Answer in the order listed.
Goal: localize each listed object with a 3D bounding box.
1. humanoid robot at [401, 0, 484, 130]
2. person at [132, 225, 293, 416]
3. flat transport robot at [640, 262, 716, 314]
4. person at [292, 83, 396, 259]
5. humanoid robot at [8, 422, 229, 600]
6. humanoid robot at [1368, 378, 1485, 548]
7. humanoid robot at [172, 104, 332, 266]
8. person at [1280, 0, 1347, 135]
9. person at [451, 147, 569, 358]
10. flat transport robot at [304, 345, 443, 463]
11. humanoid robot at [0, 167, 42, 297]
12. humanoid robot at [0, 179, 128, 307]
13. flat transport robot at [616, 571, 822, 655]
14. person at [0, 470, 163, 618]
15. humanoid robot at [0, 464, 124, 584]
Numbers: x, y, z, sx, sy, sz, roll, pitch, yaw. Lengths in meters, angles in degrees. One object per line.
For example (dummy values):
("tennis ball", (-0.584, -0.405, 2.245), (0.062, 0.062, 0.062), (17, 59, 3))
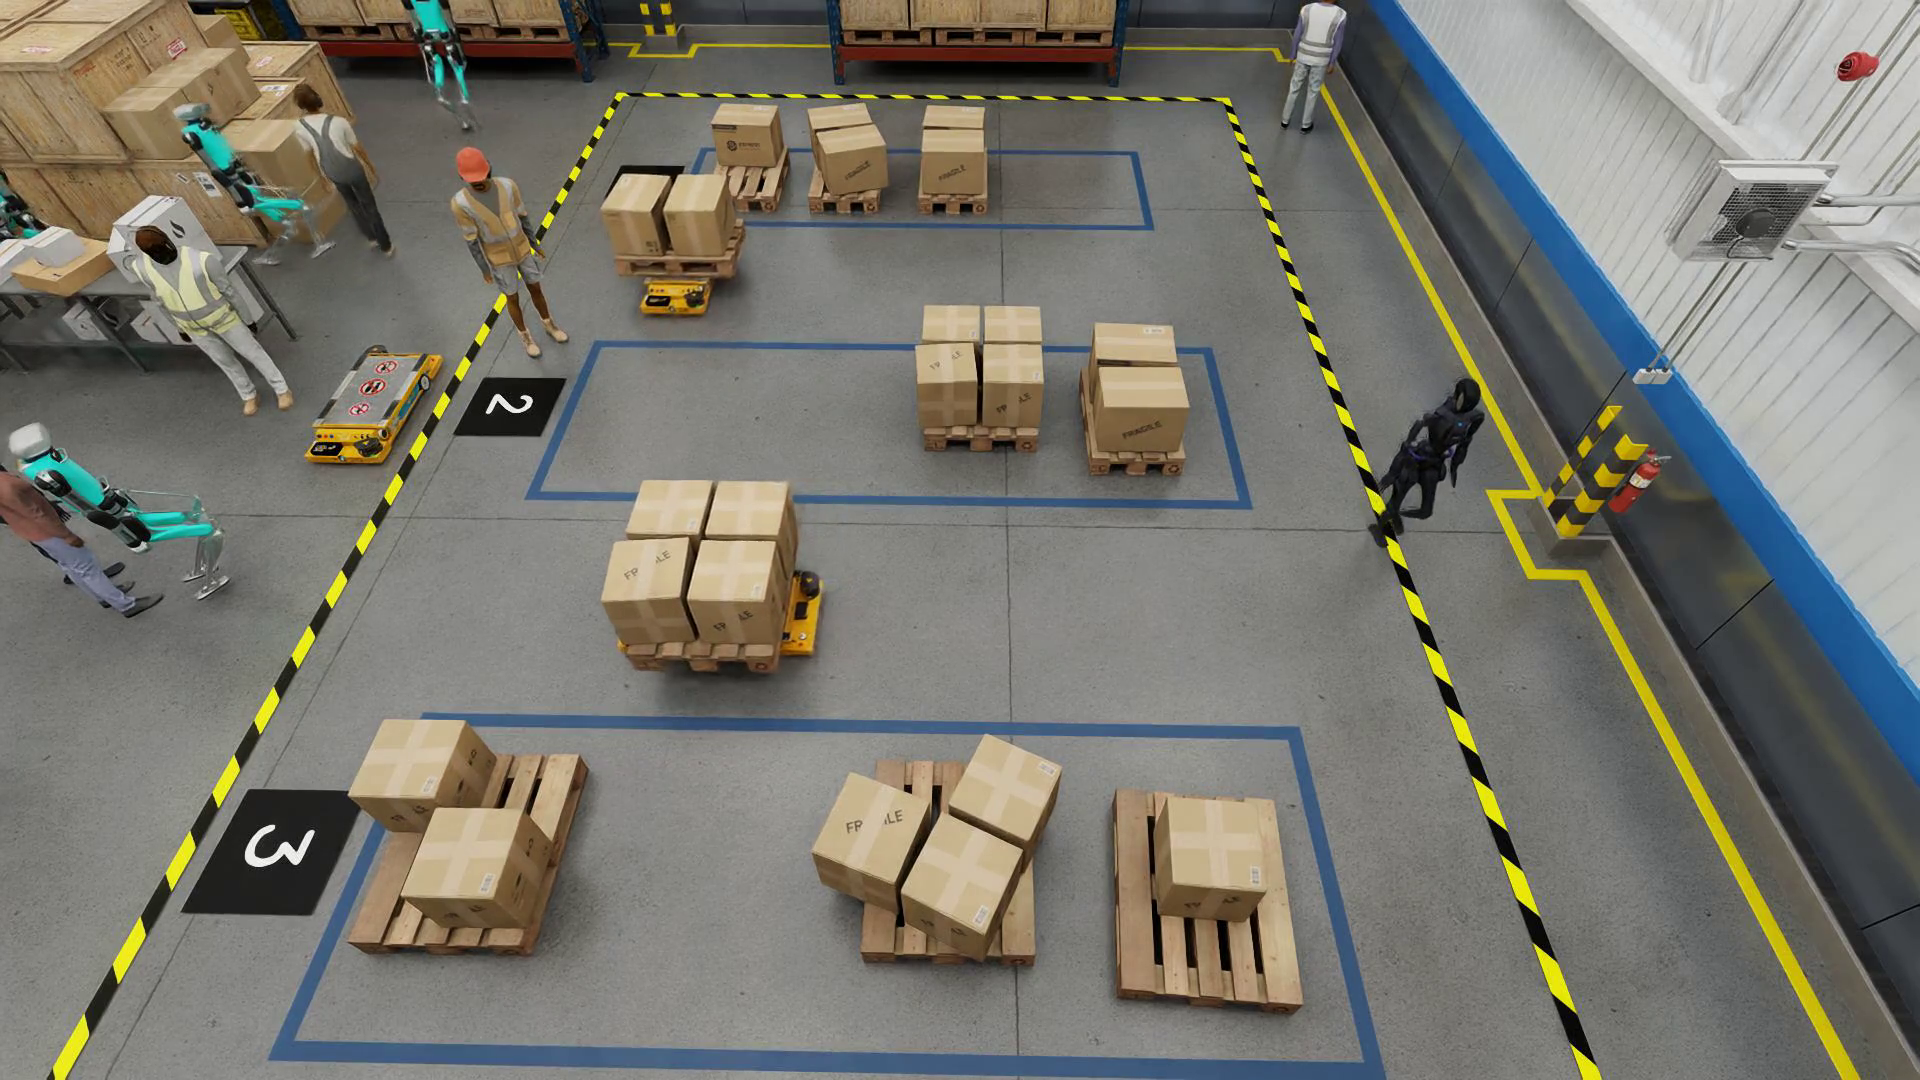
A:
("humanoid robot", (-6.460, -5.912, 11.479), (0.545, 1.893, 0.733), (-7, 50, -6))
("person", (-6.462, -1.883, 7.940), (0.630, 1.834, 0.429), (-12, 51, -10))
("flat transport robot", (-2.943, -2.937, 9.834), (0.652, 0.197, 1.431), (1, 50, 1))
("person", (-6.416, -3.870, 9.615), (0.538, 1.830, 0.570), (-13, 51, -11))
("humanoid robot", (-5.779, -0.243, 6.526), (0.735, 1.672, 0.533), (-35, 58, -26))
("humanoid robot", (3.496, -0.545, 6.904), (0.611, 1.643, 0.335), (-7, 50, -6))
("humanoid robot", (-7.178, -3.651, 9.523), (1.043, 1.744, 0.589), (-13, 51, -10))
("person", (4.421, -6.033, 11.454), (0.588, 1.822, 0.403), (24, 54, 19))
("person", (-4.127, -2.617, 8.423), (0.386, 2.037, 0.613), (35, 58, 26))
("flat transport robot", (-5.383, -1.269, 8.441), (0.659, 0.231, 1.431), (1, 50, 1))
("humanoid robot", (-9.712, -3.252, 9.166), (0.682, 1.819, 0.538), (-9, 50, -8))
("humanoid robot", (-8.922, -2.907, 8.902), (0.793, 1.811, 0.530), (8, 50, 6))
("flat transport robot", (-1.795, 0.531, 6.899), (1.431, 0.197, 0.652), (1, 50, 1))
("person", (-6.443, -0.108, 6.476), (0.532, 1.766, 0.326), (20, 53, 16))
("humanoid robot", (-6.919, -0.288, 6.677), (0.599, 1.659, 0.315), (10, 50, 8))
